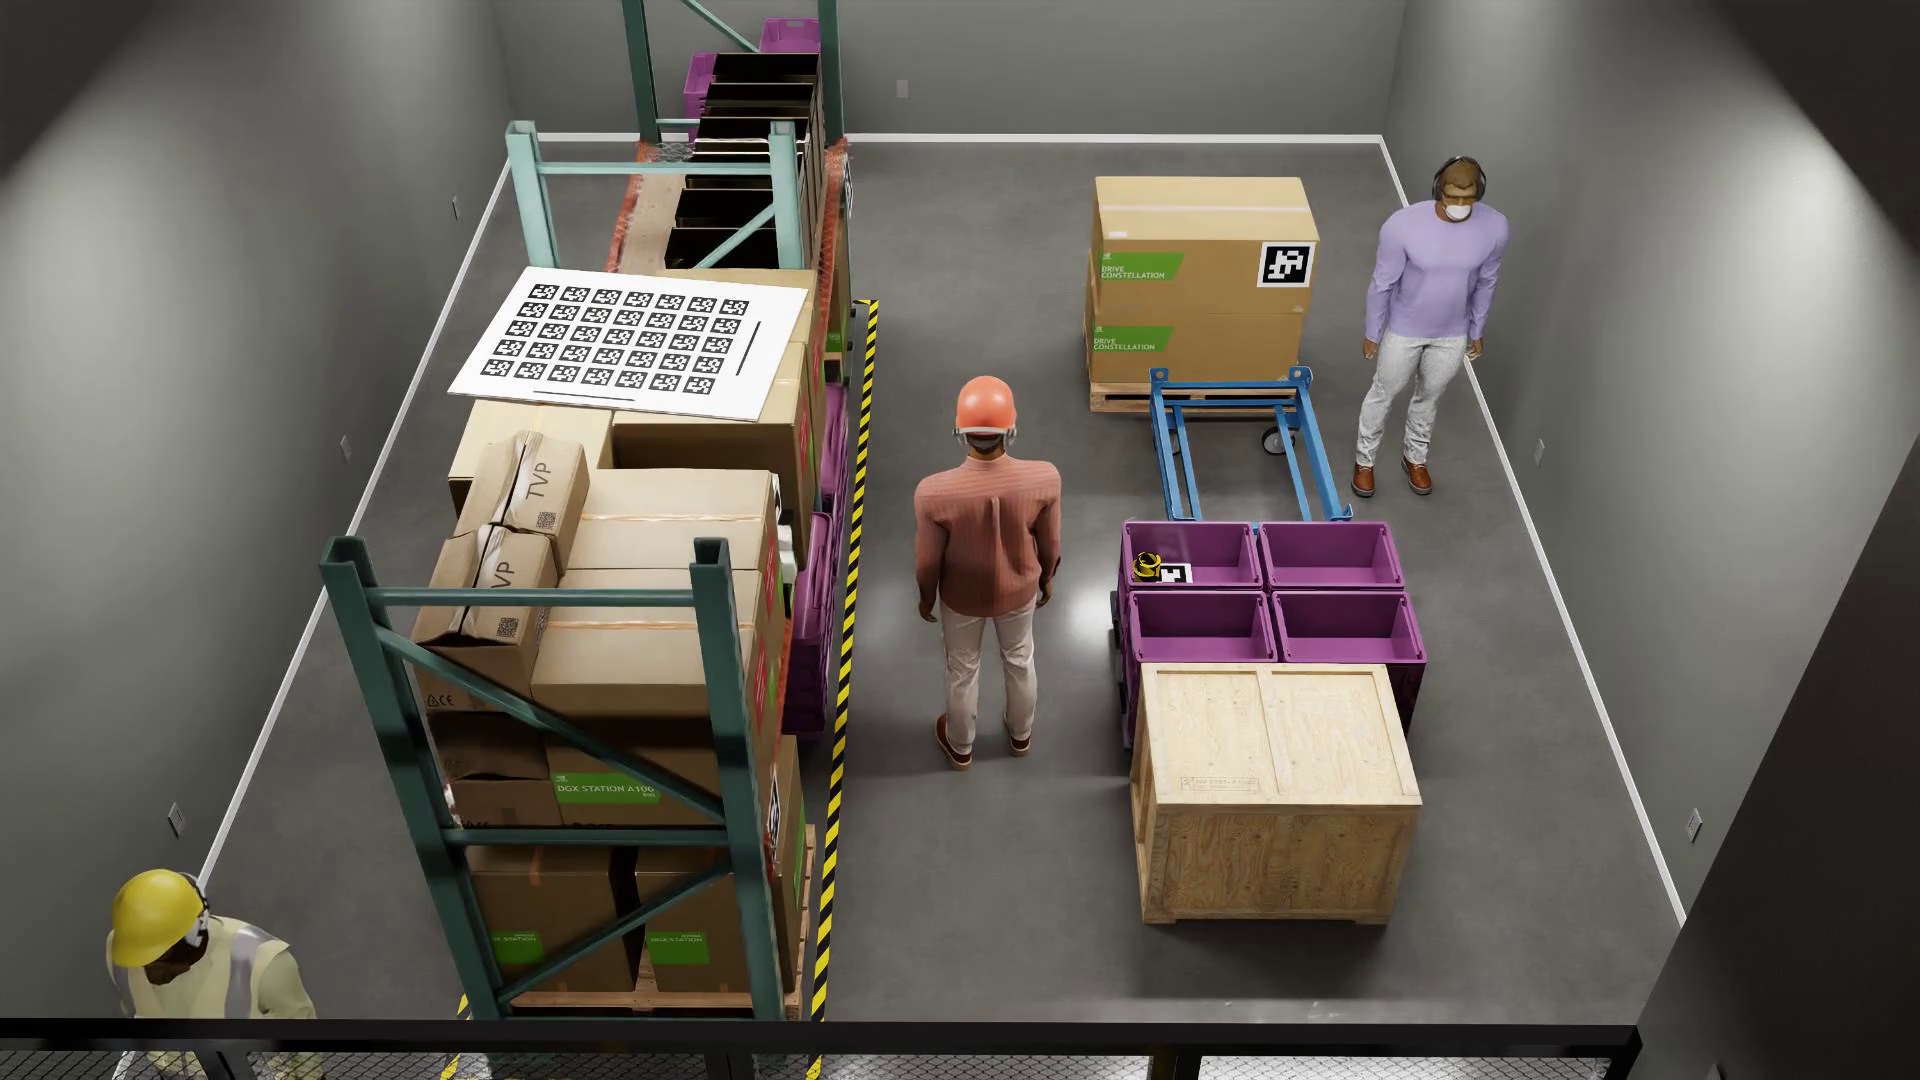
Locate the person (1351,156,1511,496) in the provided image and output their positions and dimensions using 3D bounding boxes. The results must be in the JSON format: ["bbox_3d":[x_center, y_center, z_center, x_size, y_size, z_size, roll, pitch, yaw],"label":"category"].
[{"bbox_3d":[2.325,-1.054,8.316,0.635,1.937,0.352,-2,41,-2],"label":"person"}]

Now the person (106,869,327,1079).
[{"bbox_3d":[-2.313,1.660,5.299,0.590,1.833,0.403,3,41,3],"label":"person"}]

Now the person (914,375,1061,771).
[{"bbox_3d":[0.109,0.176,6.877,0.611,1.987,0.383,-10,42,-11],"label":"person"}]
